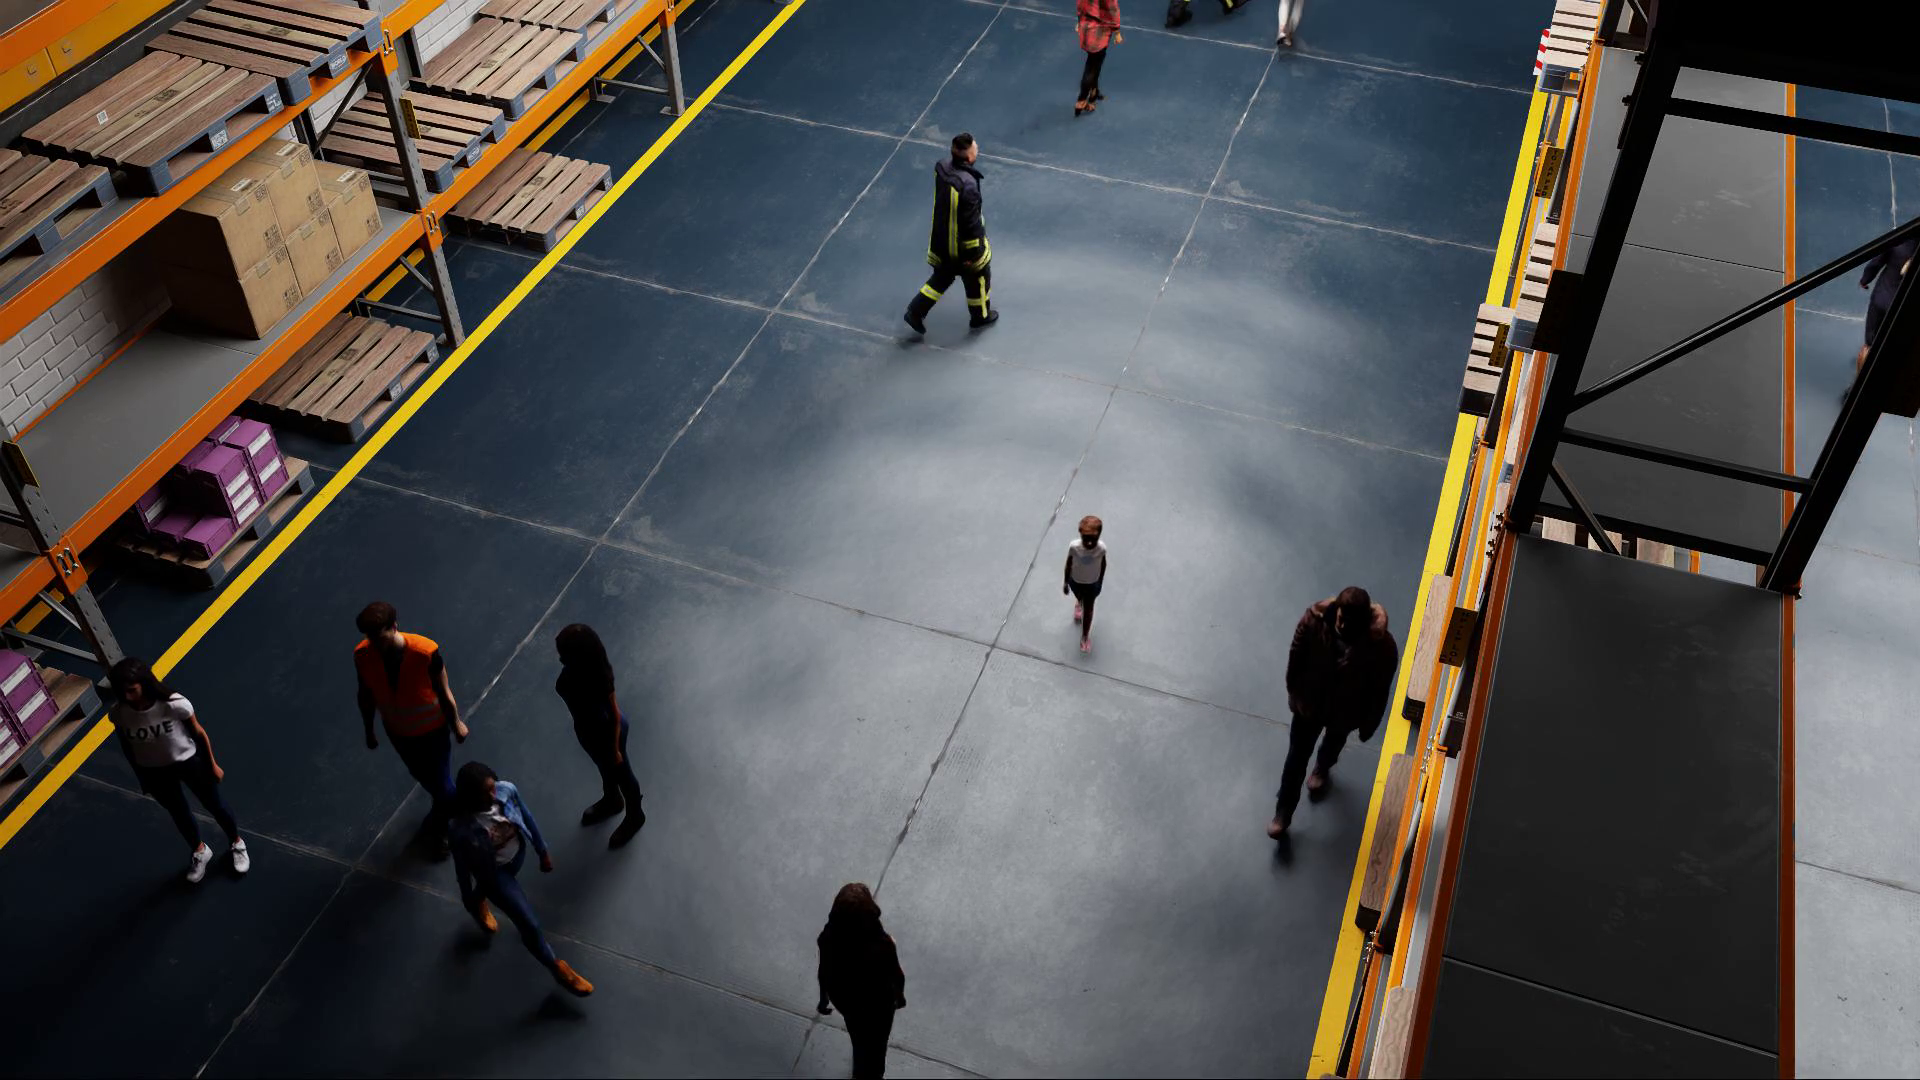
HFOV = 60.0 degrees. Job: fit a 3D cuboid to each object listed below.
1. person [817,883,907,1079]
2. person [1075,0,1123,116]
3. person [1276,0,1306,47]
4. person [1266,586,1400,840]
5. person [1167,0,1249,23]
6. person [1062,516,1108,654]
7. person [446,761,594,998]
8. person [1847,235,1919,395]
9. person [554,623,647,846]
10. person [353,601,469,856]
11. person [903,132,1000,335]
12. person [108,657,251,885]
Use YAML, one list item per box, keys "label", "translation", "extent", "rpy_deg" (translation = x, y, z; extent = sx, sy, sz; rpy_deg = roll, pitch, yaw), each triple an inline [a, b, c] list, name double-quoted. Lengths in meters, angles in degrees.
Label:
- label: "person"
  translation: [-0.508, 2.362, 8.285]
  extent: [0.777, 1.718, 1.156]
  rpy_deg: [5, 44, 5]
- label: "person"
  translation: [1.227, -4.822, 15.848]
  extent: [0.804, 1.687, 0.758]
  rpy_deg: [-26, 49, -24]
- label: "person"
  translation: [3.434, -5.697, 16.912]
  extent: [0.614, 1.486, 0.720]
  rpy_deg: [8, 44, 8]
- label: "person"
  translation: [2.213, 0.876, 9.776]
  extent: [0.812, 1.812, 1.059]
  rpy_deg: [18, 46, 18]
- label: "person"
  translation: [2.516, -6.207, 17.235]
  extent: [1.321, 1.780, 1.170]
  rpy_deg: [-24, 48, -23]
- label: "person"
  translation: [0.828, 0.206, 11.071]
  extent: [0.503, 0.997, 0.755]
  rpy_deg: [6, 44, 6]
- label: "person"
  translation: [-2.544, 1.732, 8.986]
  extent: [0.872, 1.662, 1.231]
  rpy_deg: [25, 49, 24]
- label: "person"
  translation: [7.106, -1.763, 12.672]
  extent: [0.786, 1.639, 1.054]
  rpy_deg: [19, 47, 19]
- label: "person"
  translation: [-2.074, 1.088, 9.607]
  extent: [0.658, 1.740, 0.644]
  rpy_deg: [-34, 53, -30]
- label: "person"
  translation: [-3.112, 0.992, 9.611]
  extent: [0.823, 1.873, 0.839]
  rpy_deg: [7, 44, 8]
- label: "person"
  translation: [-0.088, -2.394, 13.195]
  extent: [1.204, 1.831, 1.067]
  rpy_deg: [-28, 50, -27]
- label: "person"
  translation: [-4.413, 1.285, 9.375]
  extent: [0.673, 1.774, 0.689]
  rpy_deg: [-9, 44, -9]
